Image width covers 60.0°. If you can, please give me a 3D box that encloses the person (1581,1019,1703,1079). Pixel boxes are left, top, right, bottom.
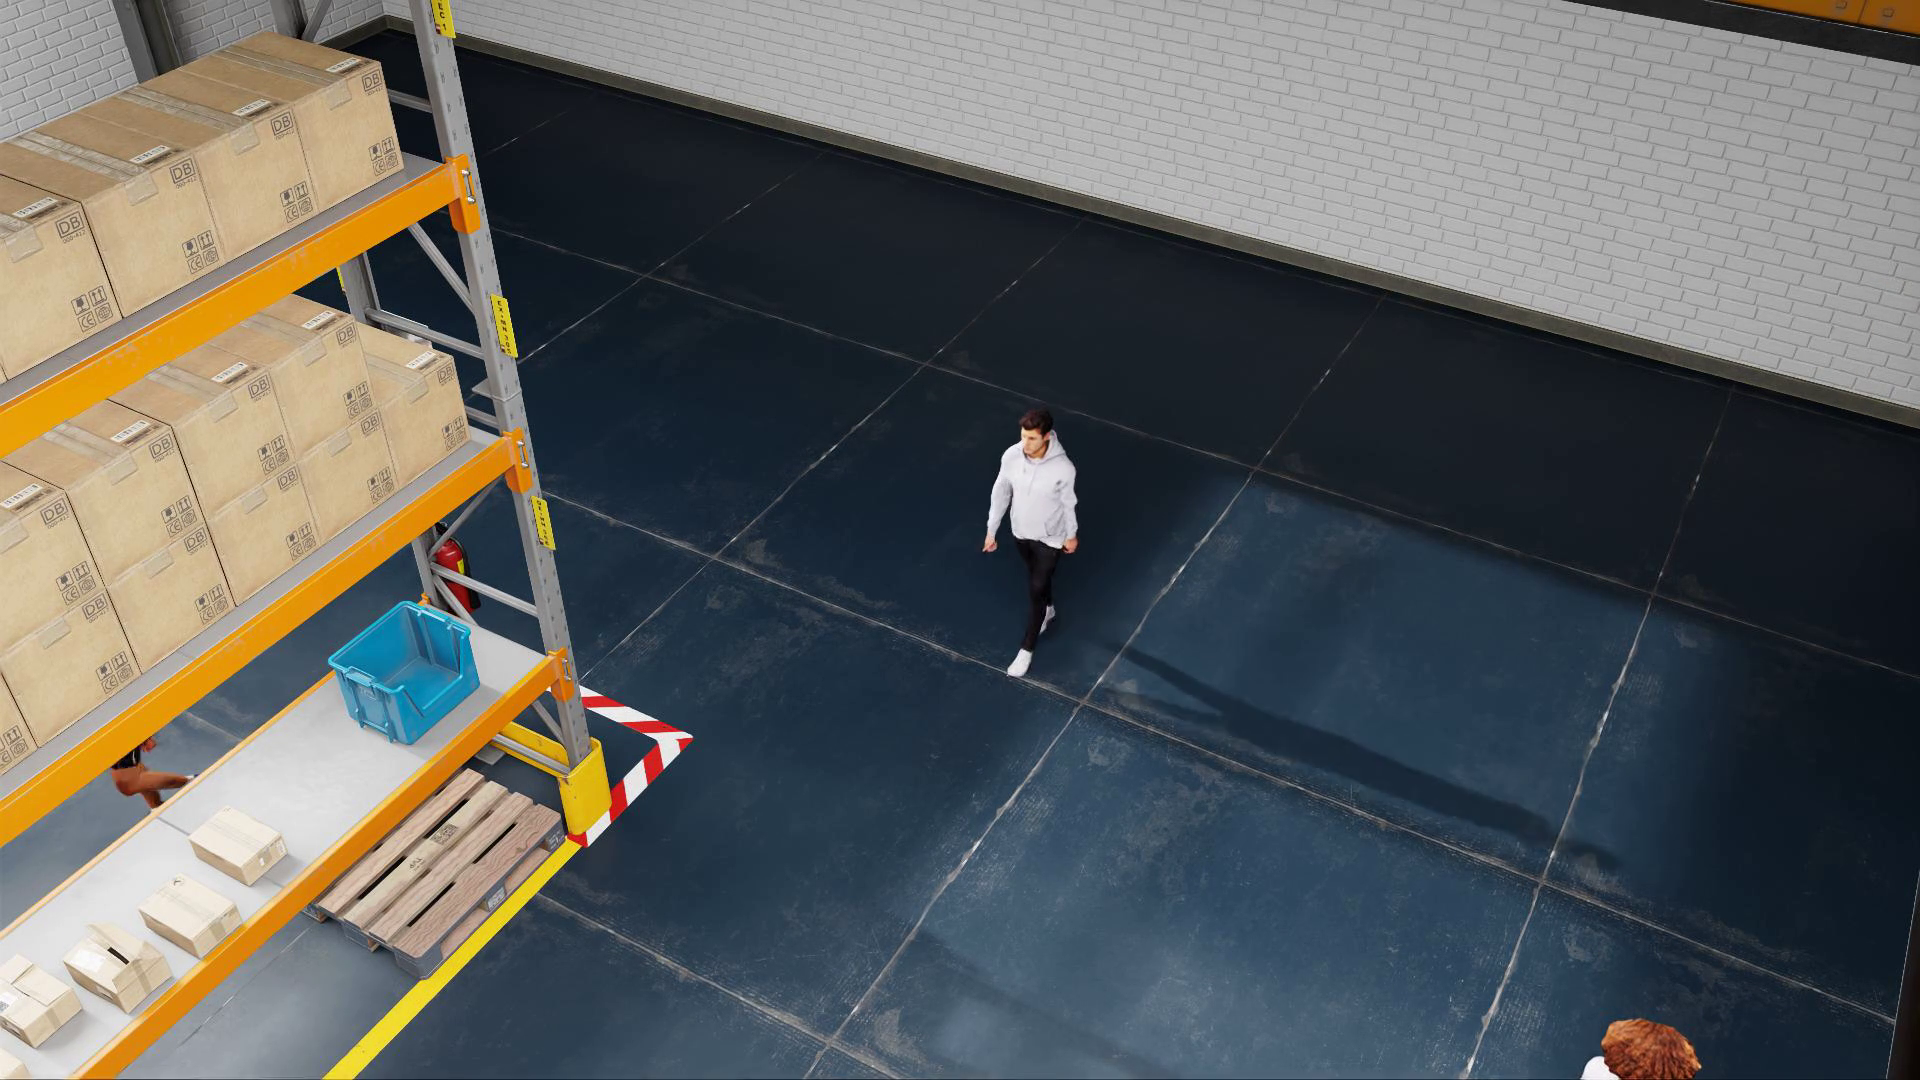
[{"bbox_3d":[2.916,2.713,7.459,0.617,1.713,0.587,20,43,23],"label":"person"}]

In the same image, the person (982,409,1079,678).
[{"bbox_3d":[0.553,-0.118,10.863,0.694,1.890,1.040,19,42,22],"label":"person"}]
